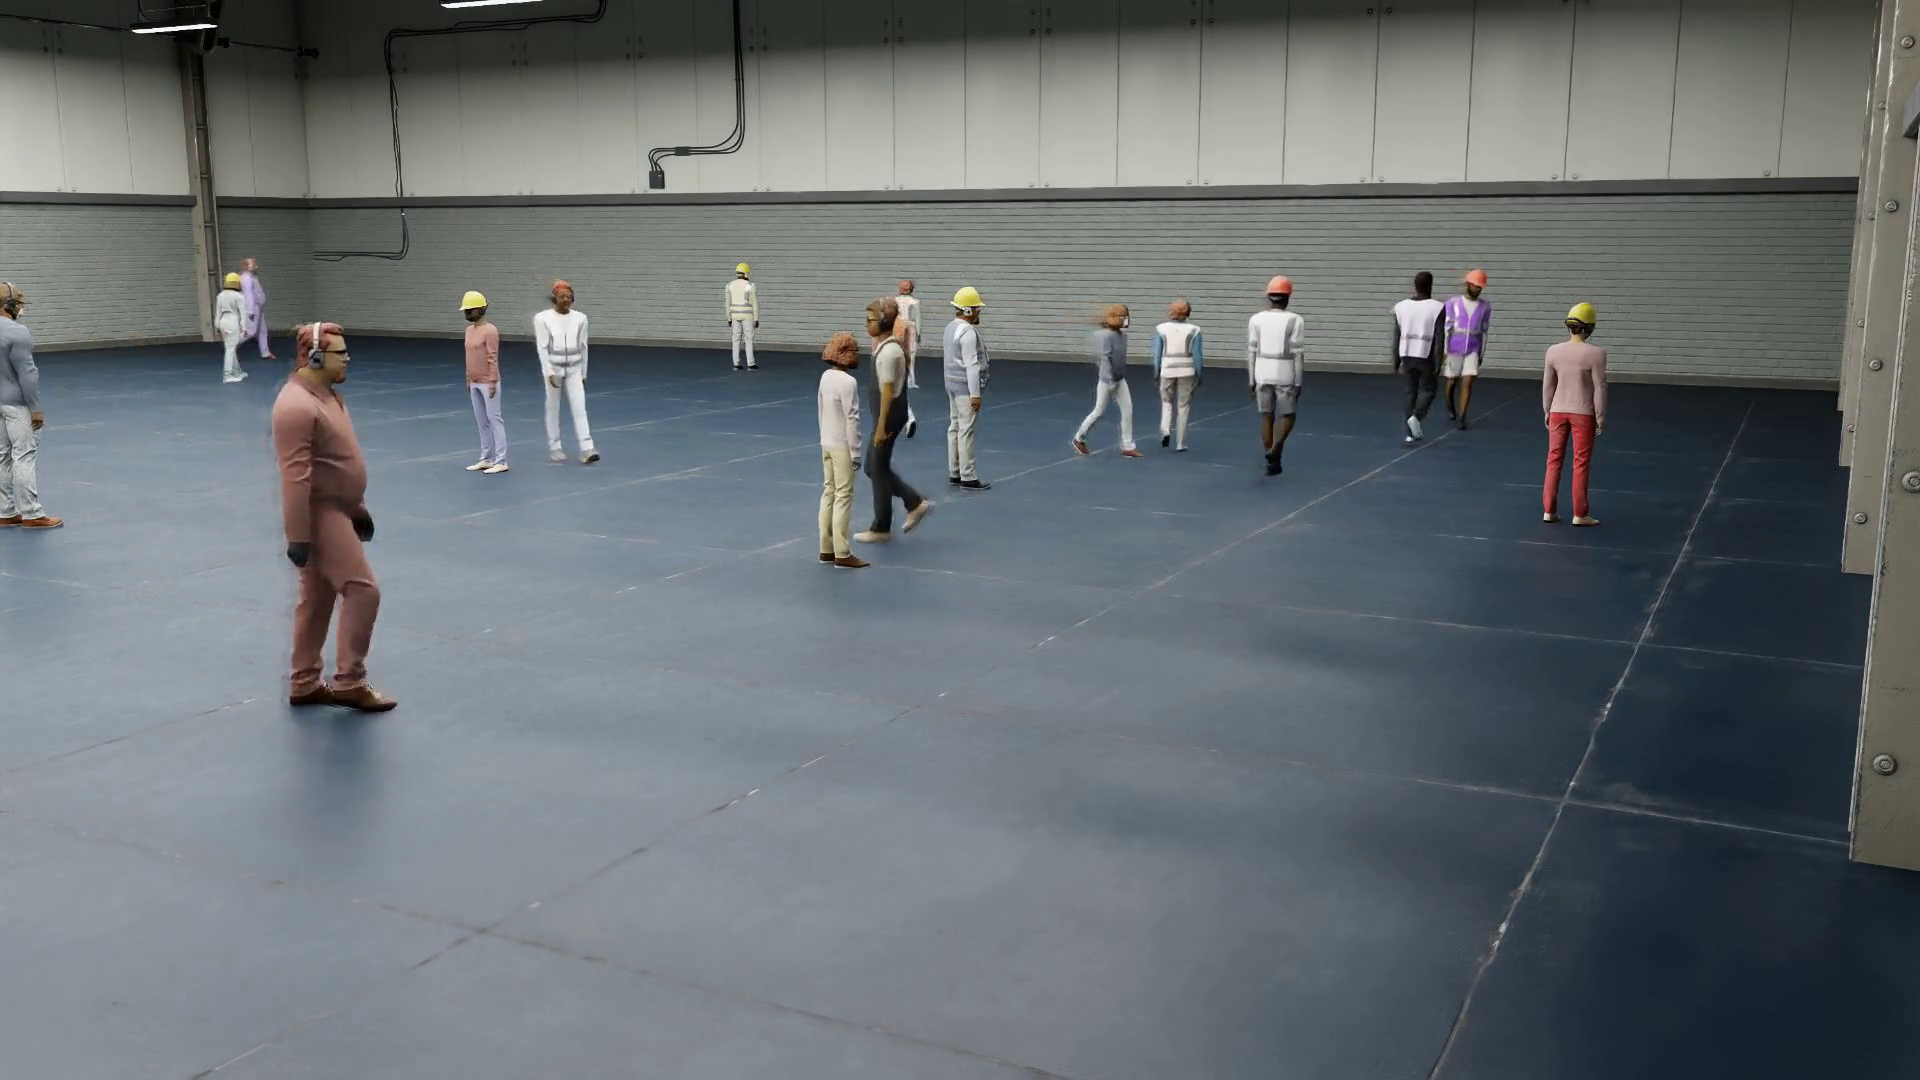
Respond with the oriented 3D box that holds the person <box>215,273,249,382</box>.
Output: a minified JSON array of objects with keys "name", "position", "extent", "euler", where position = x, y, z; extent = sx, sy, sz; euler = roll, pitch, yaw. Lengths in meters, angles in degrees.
[{"name":"person","position":[-11.483,-3.360,26.323],"extent":[0.506,1.696,0.746],"euler":[4,11,18]}]

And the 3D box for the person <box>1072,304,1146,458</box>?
[{"name":"person","position":[1.533,-1.656,17.279],"extent":[0.795,1.601,0.501],"euler":[9,13,39]}]

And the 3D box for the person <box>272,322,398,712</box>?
[{"name":"person","position":[-2.989,-0.101,8.025],"extent":[0.675,1.883,0.665],"euler":[-3,11,-14]}]

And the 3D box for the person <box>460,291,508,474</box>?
[{"name":"person","position":[-4.646,-1.524,16.129],"extent":[0.521,1.761,0.333],"euler":[9,14,41]}]

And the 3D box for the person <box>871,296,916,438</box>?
[{"name":"person","position":[-0.746,-1.901,18.523],"extent":[0.531,1.623,0.522],"euler":[-8,13,-37]}]

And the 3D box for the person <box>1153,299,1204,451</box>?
[{"name":"person","position":[2.334,-1.752,17.731],"extent":[0.541,1.626,0.376],"euler":[4,11,19]}]

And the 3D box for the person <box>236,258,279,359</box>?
[{"name":"person","position":[-13.081,-4.241,30.615],"extent":[0.820,1.882,0.650],"euler":[-3,11,-18]}]

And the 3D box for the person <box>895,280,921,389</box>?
[{"name":"person","position":[-0.811,-3.089,25.015],"extent":[0.509,1.629,0.314],"euler":[5,12,27]}]

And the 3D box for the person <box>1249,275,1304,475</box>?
[{"name":"person","position":[2.988,-1.547,15.804],"extent":[0.553,1.919,0.533],"euler":[6,12,28]}]

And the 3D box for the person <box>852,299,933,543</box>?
[{"name":"person","position":[-0.521,-0.874,12.388],"extent":[0.510,1.828,0.519],"euler":[-1,10,-5]}]

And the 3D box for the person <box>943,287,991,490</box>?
[{"name":"person","position":[0.063,-1.369,15.076],"extent":[0.403,1.833,0.591],"euler":[-4,11,-20]}]

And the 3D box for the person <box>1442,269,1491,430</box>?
[{"name":"person","position":[6.018,-2.287,19.890],"extent":[0.576,1.908,0.757],"euler":[1,10,7]}]

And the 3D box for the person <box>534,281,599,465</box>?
[{"name":"person","position":[-3.955,-1.669,16.698],"extent":[0.562,1.829,0.967],"euler":[-6,12,-29]}]

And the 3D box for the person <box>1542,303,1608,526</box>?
[{"name":"person","position":[4.881,-0.991,13.200],"extent":[0.311,1.768,0.532],"euler":[-9,14,-41]}]

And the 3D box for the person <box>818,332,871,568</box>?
[{"name":"person","position":[-0.823,-0.623,11.548],"extent":[0.270,1.632,0.504],"euler":[-6,12,-28]}]

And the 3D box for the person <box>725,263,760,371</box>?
[{"name":"person","position":[-3.685,-3.795,28.316],"extent":[0.599,1.827,0.403],"euler":[4,11,20]}]

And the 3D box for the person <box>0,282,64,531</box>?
[{"name":"person","position":[-7.383,-1.034,12.976],"extent":[0.629,1.936,0.373],"euler":[5,12,26]}]

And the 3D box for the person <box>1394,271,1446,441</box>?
[{"name":"person","position":[5.079,-2.024,18.468],"extent":[0.594,1.906,0.544],"euler":[7,13,35]}]
